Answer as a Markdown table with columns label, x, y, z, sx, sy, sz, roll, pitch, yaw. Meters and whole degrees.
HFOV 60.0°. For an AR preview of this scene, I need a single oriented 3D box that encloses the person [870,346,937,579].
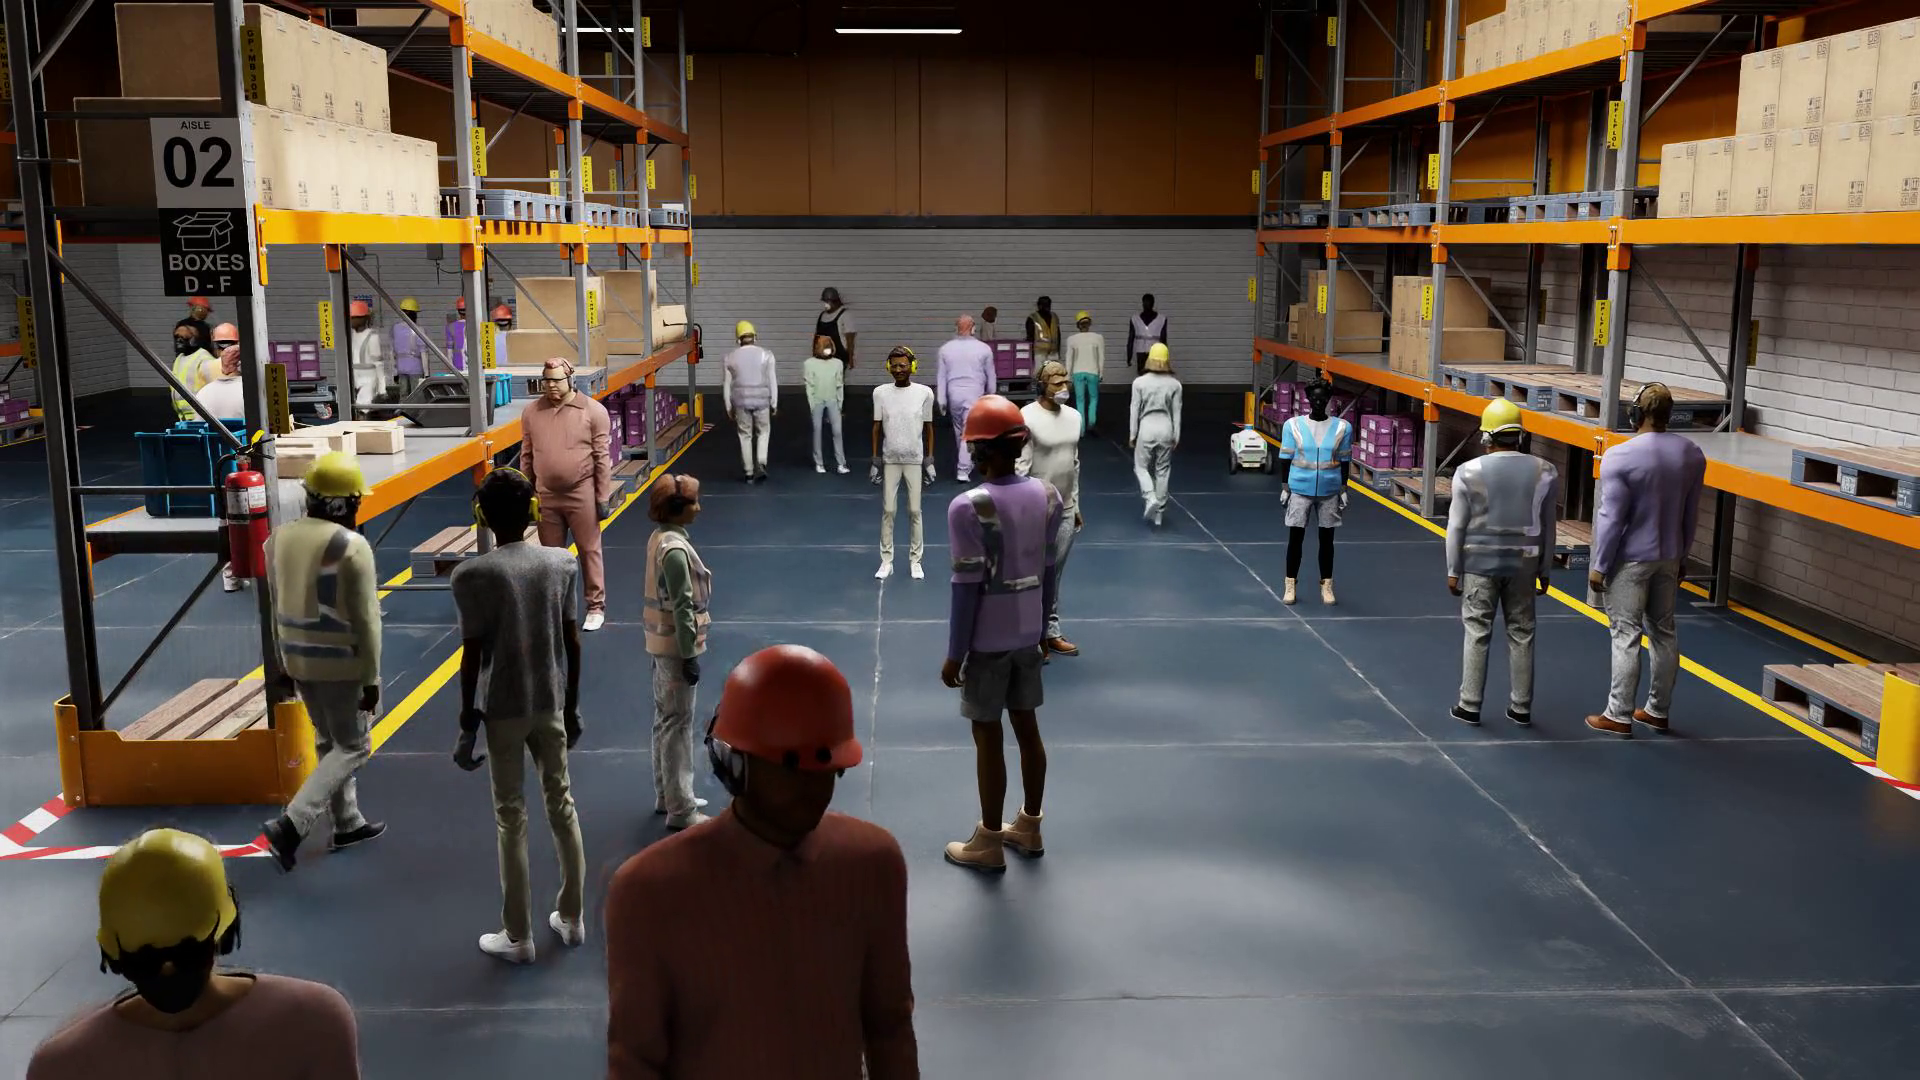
| label | x | y | z | sx | sy | sz | roll | pitch | yaw |
| --- | --- | --- | --- | --- | --- | --- | --- | --- | --- |
| person | -0.454 | -0.612 | 13.235 | 0.534 | 1.868 | 0.309 | 0 | 10 | 2 |

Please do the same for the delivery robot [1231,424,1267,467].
| label | x | y | z | sx | sy | sz | roll | pitch | yaw |
| --- | --- | --- | --- | --- | --- | --- | --- | --- | --- |
| delivery robot | 3.360 | -1.103 | 19.357 | 0.477 | 0.478 | 0.707 | 0 | 11 | 2 |

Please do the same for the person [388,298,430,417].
| label | x | y | z | sx | sy | sz | roll | pitch | yaw |
| --- | --- | --- | --- | --- | --- | --- | --- | --- | --- |
| person | -7.379 | -2.284 | 22.395 | 0.594 | 1.922 | 0.382 | 3 | 11 | 19 |

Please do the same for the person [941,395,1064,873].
| label | x | y | z | sx | sy | sz | roll | pitch | yaw |
| --- | --- | --- | --- | --- | --- | --- | --- | --- | --- |
| person | 0.159 | 0.401 | 7.111 | 0.608 | 2.044 | 0.372 | -10 | 14 | -44 |

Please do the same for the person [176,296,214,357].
| label | x | y | z | sx | sy | sz | roll | pitch | yaw |
| --- | --- | --- | --- | --- | --- | --- | --- | --- | --- |
| person | -10.318 | -2.303 | 22.460 | 0.370 | 1.954 | 0.657 | 4 | 11 | 20 |

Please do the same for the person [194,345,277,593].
| label | x | y | z | sx | sy | sz | roll | pitch | yaw |
| --- | --- | --- | --- | --- | --- | --- | --- | --- | --- |
| person | -5.469 | -0.533 | 12.713 | 0.639 | 1.902 | 0.407 | 2 | 10 | 13 |

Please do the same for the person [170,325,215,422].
| label | x | y | z | sx | sy | sz | roll | pitch | yaw |
| --- | --- | --- | --- | --- | --- | --- | --- | --- | --- |
| person | -7.853 | -1.285 | 17.093 | 0.631 | 1.836 | 0.429 | 8 | 13 | 37 |

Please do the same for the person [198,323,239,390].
| label | x | y | z | sx | sy | sz | roll | pitch | yaw |
| --- | --- | --- | --- | --- | --- | --- | --- | --- | --- |
| person | -6.828 | -1.069 | 15.639 | 0.547 | 1.928 | 0.397 | -1 | 10 | -7 |

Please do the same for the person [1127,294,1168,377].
| label | x | y | z | sx | sy | sz | roll | pitch | yaw |
| --- | --- | --- | --- | --- | --- | --- | --- | --- | --- |
| person | 2.952 | -2.935 | 26.155 | 0.604 | 1.885 | 0.941 | 3 | 11 | 19 |

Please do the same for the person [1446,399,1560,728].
| label | x | y | z | sx | sy | sz | roll | pitch | yaw |
| --- | --- | --- | --- | --- | --- | --- | --- | --- | --- |
| person | 2.987 | 0.134 | 9.216 | 0.593 | 1.826 | 0.404 | 1 | 10 | 3 |

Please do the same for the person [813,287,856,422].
| label | x | y | z | sx | sy | sz | roll | pitch | yaw |
| --- | --- | --- | --- | --- | --- | --- | --- | --- | --- |
| person | -1.916 | -2.738 | 24.601 | 0.705 | 2.000 | 0.607 | 8 | 13 | 38 |

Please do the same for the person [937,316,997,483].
| label | x | y | z | sx | sy | sz | roll | pitch | yaw |
| --- | --- | --- | --- | --- | --- | --- | --- | --- | --- |
| person | 0.087 | -1.585 | 18.703 | 0.640 | 1.854 | 1.015 | 3 | 11 | 18 |

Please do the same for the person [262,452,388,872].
| label | x | y | z | sx | sy | sz | roll | pitch | yaw |
| --- | --- | --- | --- | --- | --- | --- | --- | --- | --- |
| person | -2.735 | 0.529 | 7.081 | 0.608 | 1.805 | 0.698 | 5 | 11 | 26 |

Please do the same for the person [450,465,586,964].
| label | x | y | z | sx | sy | sz | roll | pitch | yaw |
| --- | --- | --- | --- | --- | --- | --- | --- | --- | --- |
| person | -1.650 | 0.653 | 6.210 | 0.521 | 1.864 | 0.335 | -8 | 13 | -39 |

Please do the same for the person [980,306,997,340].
| label | x | y | z | sx | sy | sz | roll | pitch | yaw |
| --- | --- | --- | --- | --- | --- | --- | --- | --- | --- |
| person | 0.459 | -3.055 | 27.546 | 0.298 | 1.620 | 0.513 | -3 | 11 | -18 |

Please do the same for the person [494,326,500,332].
| label | x | y | z | sx | sy | sz | roll | pitch | yaw |
| --- | --- | --- | --- | --- | --- | --- | --- | --- | --- |
| person | -7.196 | -2.702 | 25.411 | 0.365 | 1.666 | 0.575 | 6 | 12 | 30 |

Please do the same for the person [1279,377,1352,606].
| label | x | y | z | sx | sy | sz | roll | pitch | yaw |
| --- | --- | --- | --- | --- | --- | --- | --- | --- | --- |
| person | 2.622 | -0.358 | 12.301 | 0.535 | 1.697 | 0.318 | 1 | 10 | 5 |

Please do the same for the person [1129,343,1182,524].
| label | x | y | z | sx | sy | sz | roll | pitch | yaw |
| --- | --- | --- | --- | --- | --- | --- | --- | --- | --- |
| person | 1.855 | -0.989 | 15.699 | 0.495 | 1.732 | 0.475 | -1 | 10 | -4 |

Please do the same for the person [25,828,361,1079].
| label | x | y | z | sx | sy | sz | roll | pitch | yaw |
| --- | --- | --- | --- | --- | --- | --- | --- | --- | --- |
| person | -1.284 | 1.297 | 2.903 | 0.537 | 1.750 | 0.531 | -3 | 11 | -17 |

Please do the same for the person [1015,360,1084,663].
| label | x | y | z | sx | sy | sz | roll | pitch | yaw |
| --- | --- | --- | --- | --- | --- | --- | --- | --- | --- |
| person | 0.562 | -0.188 | 10.683 | 0.374 | 1.939 | 0.629 | 10 | 14 | 43 |

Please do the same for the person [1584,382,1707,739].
| label | x | y | z | sx | sy | sz | roll | pitch | yaw |
| --- | --- | --- | --- | --- | --- | --- | --- | --- | --- |
| person | 3.687 | 0.114 | 8.996 | 0.631 | 1.940 | 0.372 | -3 | 11 | -19 |

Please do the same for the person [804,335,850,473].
| label | x | y | z | sx | sy | sz | roll | pitch | yaw |
| --- | --- | --- | --- | --- | --- | --- | --- | --- | --- |
| person | -1.530 | -1.544 | 19.154 | 0.499 | 1.603 | 0.742 | -4 | 11 | -22 |

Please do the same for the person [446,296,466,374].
| label | x | y | z | sx | sy | sz | roll | pitch | yaw |
| --- | --- | --- | --- | --- | --- | --- | --- | --- | --- |
| person | -6.777 | -2.387 | 22.924 | 0.545 | 1.942 | 0.349 | -1 | 10 | -7 |

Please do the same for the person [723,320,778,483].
| label | x | y | z | sx | sy | sz | roll | pitch | yaw |
| --- | --- | --- | --- | --- | --- | --- | --- | --- | --- |
| person | -2.333 | -1.532 | 18.509 | 0.609 | 1.811 | 0.430 | -2 | 10 | -8 |

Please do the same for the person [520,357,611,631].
| label | x | y | z | sx | sy | sz | roll | pitch | yaw |
| --- | --- | --- | --- | --- | --- | --- | --- | --- | --- |
| person | -2.726 | -0.310 | 11.480 | 0.646 | 1.900 | 0.403 | 1 | 10 | 6 |

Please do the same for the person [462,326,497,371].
| label | x | y | z | sx | sy | sz | roll | pitch | yaw |
| --- | --- | --- | --- | --- | --- | --- | --- | --- | --- |
| person | -6.477 | -2.265 | 22.410 | 0.575 | 1.883 | 0.355 | 5 | 11 | 26 |

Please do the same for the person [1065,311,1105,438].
| label | x | y | z | sx | sy | sz | roll | pitch | yaw |
| --- | --- | --- | --- | --- | --- | --- | --- | --- | --- |
| person | 1.706 | -2.265 | 22.797 | 0.552 | 1.732 | 0.477 | 1 | 10 | 5 |

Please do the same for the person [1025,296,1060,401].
| label | x | y | z | sx | sy | sz | roll | pitch | yaw |
| --- | --- | --- | --- | --- | --- | --- | --- | --- | --- |
| person | 1.361 | -2.976 | 26.526 | 0.659 | 1.826 | 0.504 | -6 | 12 | -29 |

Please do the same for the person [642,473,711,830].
| label | x | y | z | sx | sy | sz | roll | pitch | yaw |
| --- | --- | --- | --- | --- | --- | --- | --- | --- | --- |
| person | -1.296 | 0.510 | 7.633 | 0.307 | 1.637 | 0.512 | -4 | 11 | -19 |

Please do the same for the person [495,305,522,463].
| label | x | y | z | sx | sy | sz | roll | pitch | yaw |
| --- | --- | --- | --- | --- | --- | --- | --- | --- | --- |
| person | -5.506 | -1.903 | 20.299 | 0.571 | 1.914 | 0.612 | 0 | 10 | 0 |

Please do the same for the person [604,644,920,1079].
| label | x | y | z | sx | sy | sz | roll | pitch | yaw |
| --- | --- | --- | --- | --- | --- | --- | --- | --- | --- |
| person | -0.347 | 1.155 | 3.077 | 0.646 | 1.979 | 0.444 | -7 | 12 | -33 |

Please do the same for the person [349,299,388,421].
| label | x | y | z | sx | sy | sz | roll | pitch | yaw |
| --- | --- | --- | --- | --- | --- | --- | --- | --- | --- |
| person | -7.071 | -1.899 | 20.049 | 0.993 | 2.009 | 0.609 | -9 | 14 | -43 |
